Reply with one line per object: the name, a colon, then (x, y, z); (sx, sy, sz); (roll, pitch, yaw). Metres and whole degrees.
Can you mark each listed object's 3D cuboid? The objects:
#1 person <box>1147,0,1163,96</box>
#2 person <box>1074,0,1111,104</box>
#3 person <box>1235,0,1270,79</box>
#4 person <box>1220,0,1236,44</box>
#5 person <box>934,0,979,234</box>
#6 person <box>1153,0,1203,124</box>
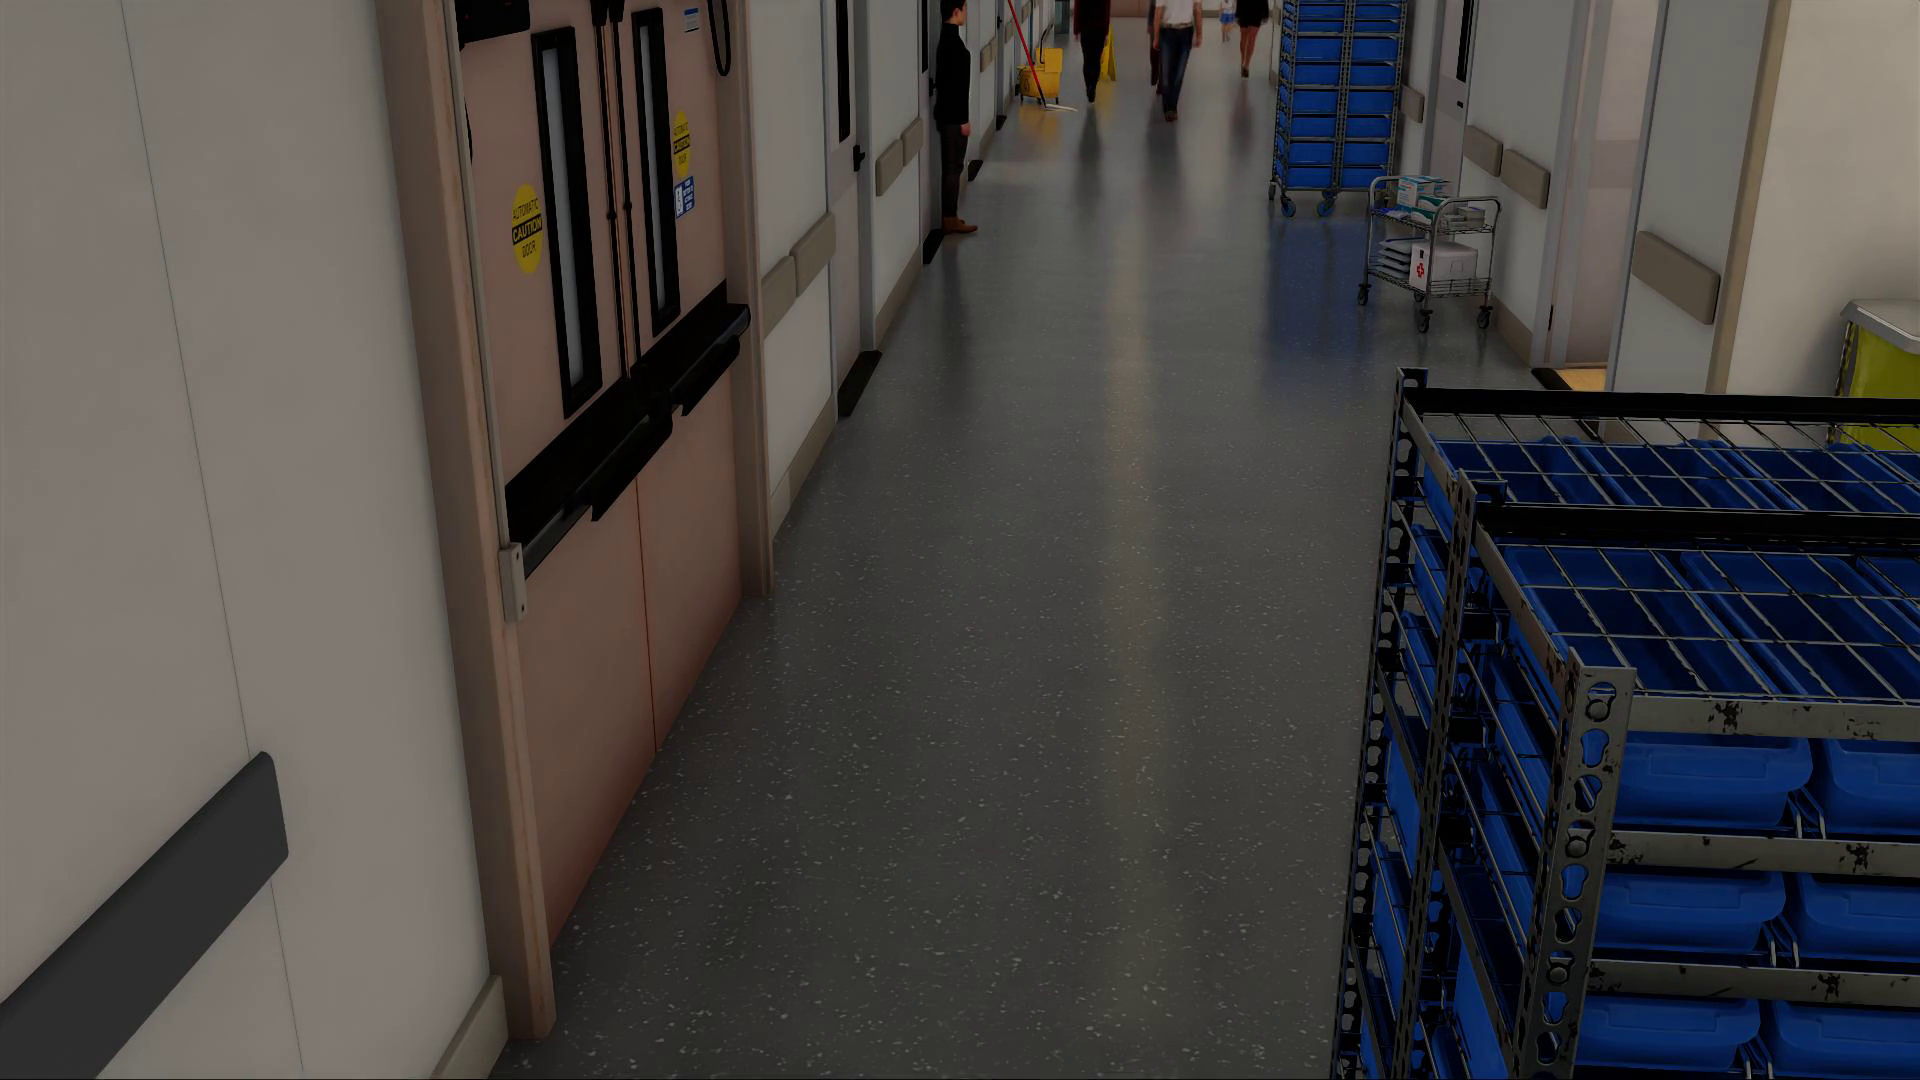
person: (2.632, -6.606, 21.387); (0.604, 1.696, 0.722); (3, 21, 8)
person: (1.607, -6.096, 20.170); (0.596, 1.605, 1.051); (2, 21, 5)
person: (4.078, -7.331, 23.403); (0.720, 1.624, 0.833); (10, 23, 24)
person: (4.776, -9.404, 29.737); (0.442, 1.013, 0.619); (3, 21, 7)
person: (-0.080, -3.135, 12.187); (0.779, 1.721, 0.638); (-8, 22, -20)
person: (2.395, -5.581, 18.518); (0.769, 1.812, 1.164); (-1, 21, -1)
